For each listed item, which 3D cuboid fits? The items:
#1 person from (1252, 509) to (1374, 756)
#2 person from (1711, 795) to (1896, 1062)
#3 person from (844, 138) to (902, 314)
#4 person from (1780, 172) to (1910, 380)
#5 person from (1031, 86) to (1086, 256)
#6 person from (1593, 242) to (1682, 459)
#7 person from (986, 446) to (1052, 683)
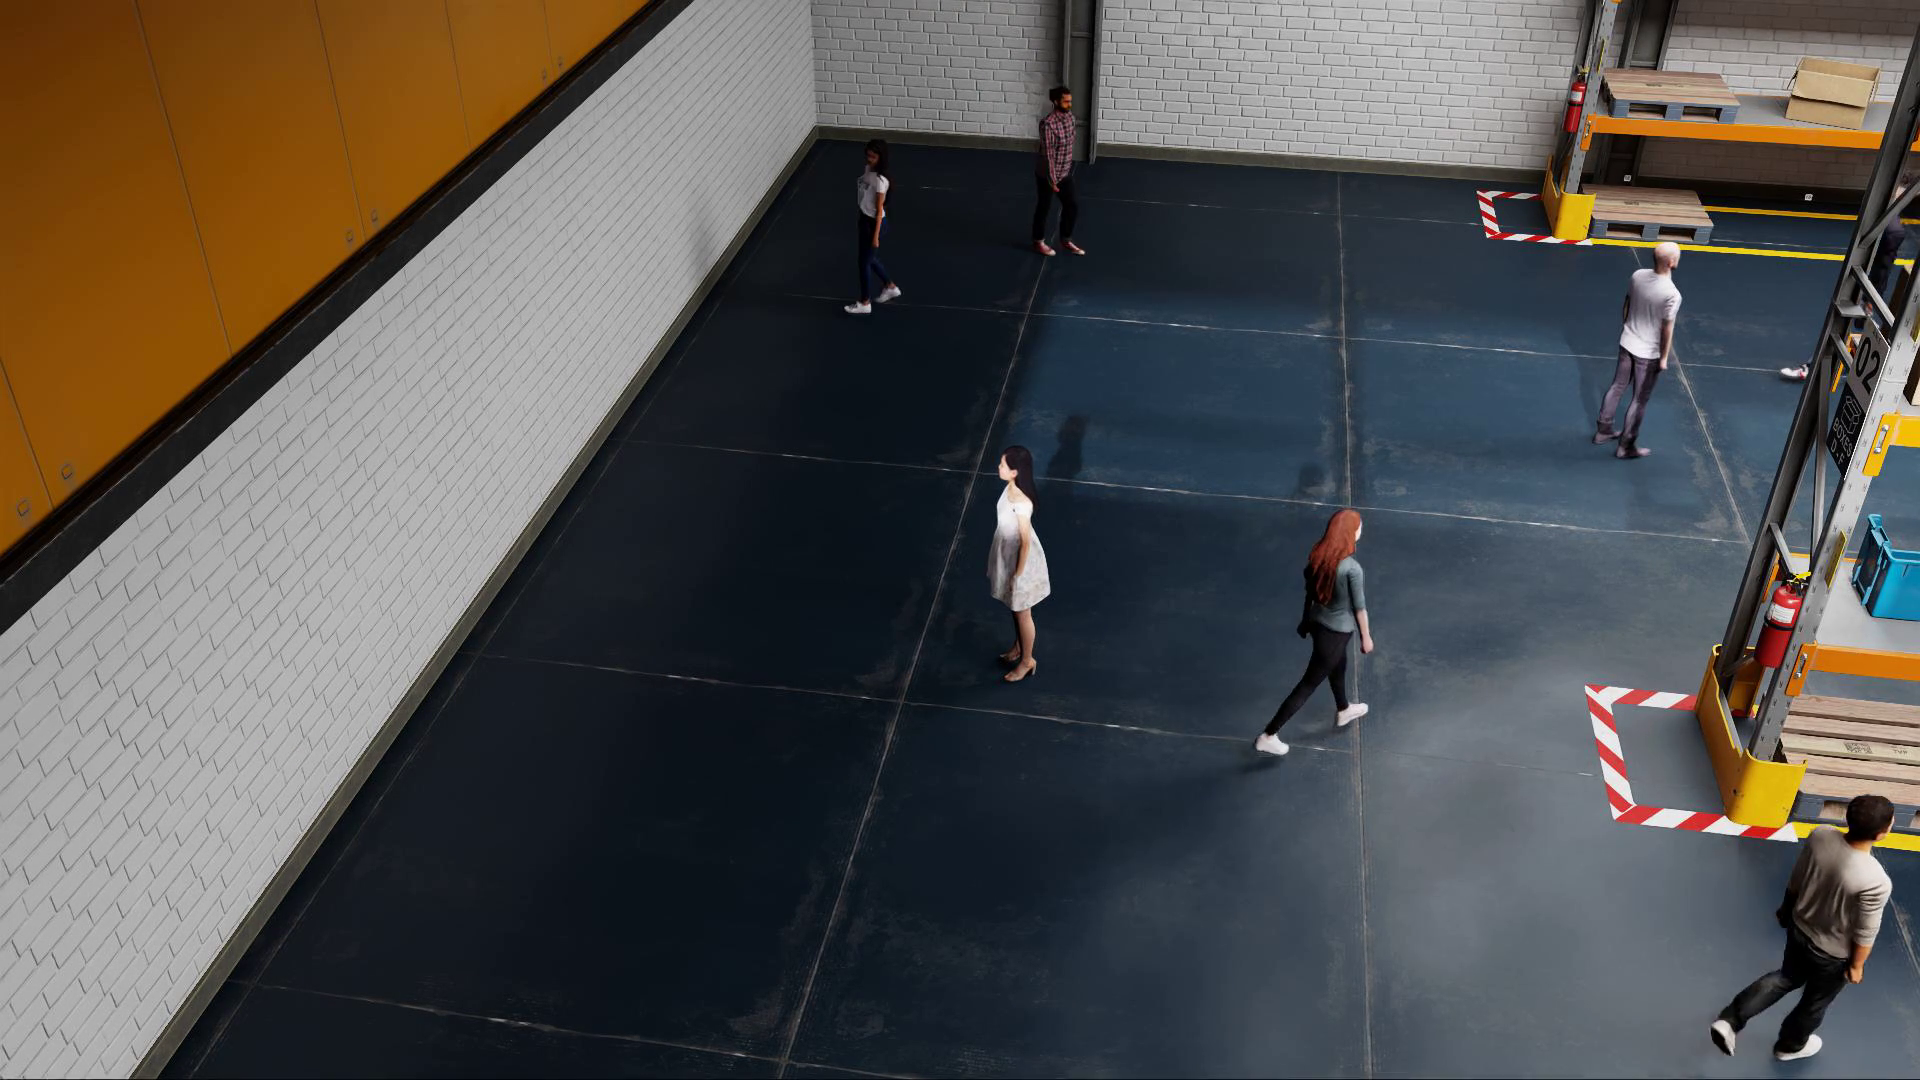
[{"bbox_3d":[2.209,0.624,10.273,1.223,1.701,1.023,-14,36,-20],"label":"person"},{"bbox_3d":[4.171,1.967,8.166,1.051,1.797,0.903,-10,35,-14],"label":"person"},{"bbox_3d":[-0.784,-2.915,15.552,0.908,1.751,0.800,-1,34,-1],"label":"person"},{"bbox_3d":[7.905,-2.214,14.351,1.228,1.913,0.750,4,34,7],"label":"person"},{"bbox_3d":[0.890,-3.734,16.787,0.904,1.748,0.964,-28,43,-35],"label":"person"},{"bbox_3d":[5.496,-1.548,13.424,0.753,1.830,0.754,-11,35,-17],"label":"person"},{"bbox_3d":[0.371,0.158,10.909,0.715,1.773,0.713,-2,34,-4],"label":"person"}]
